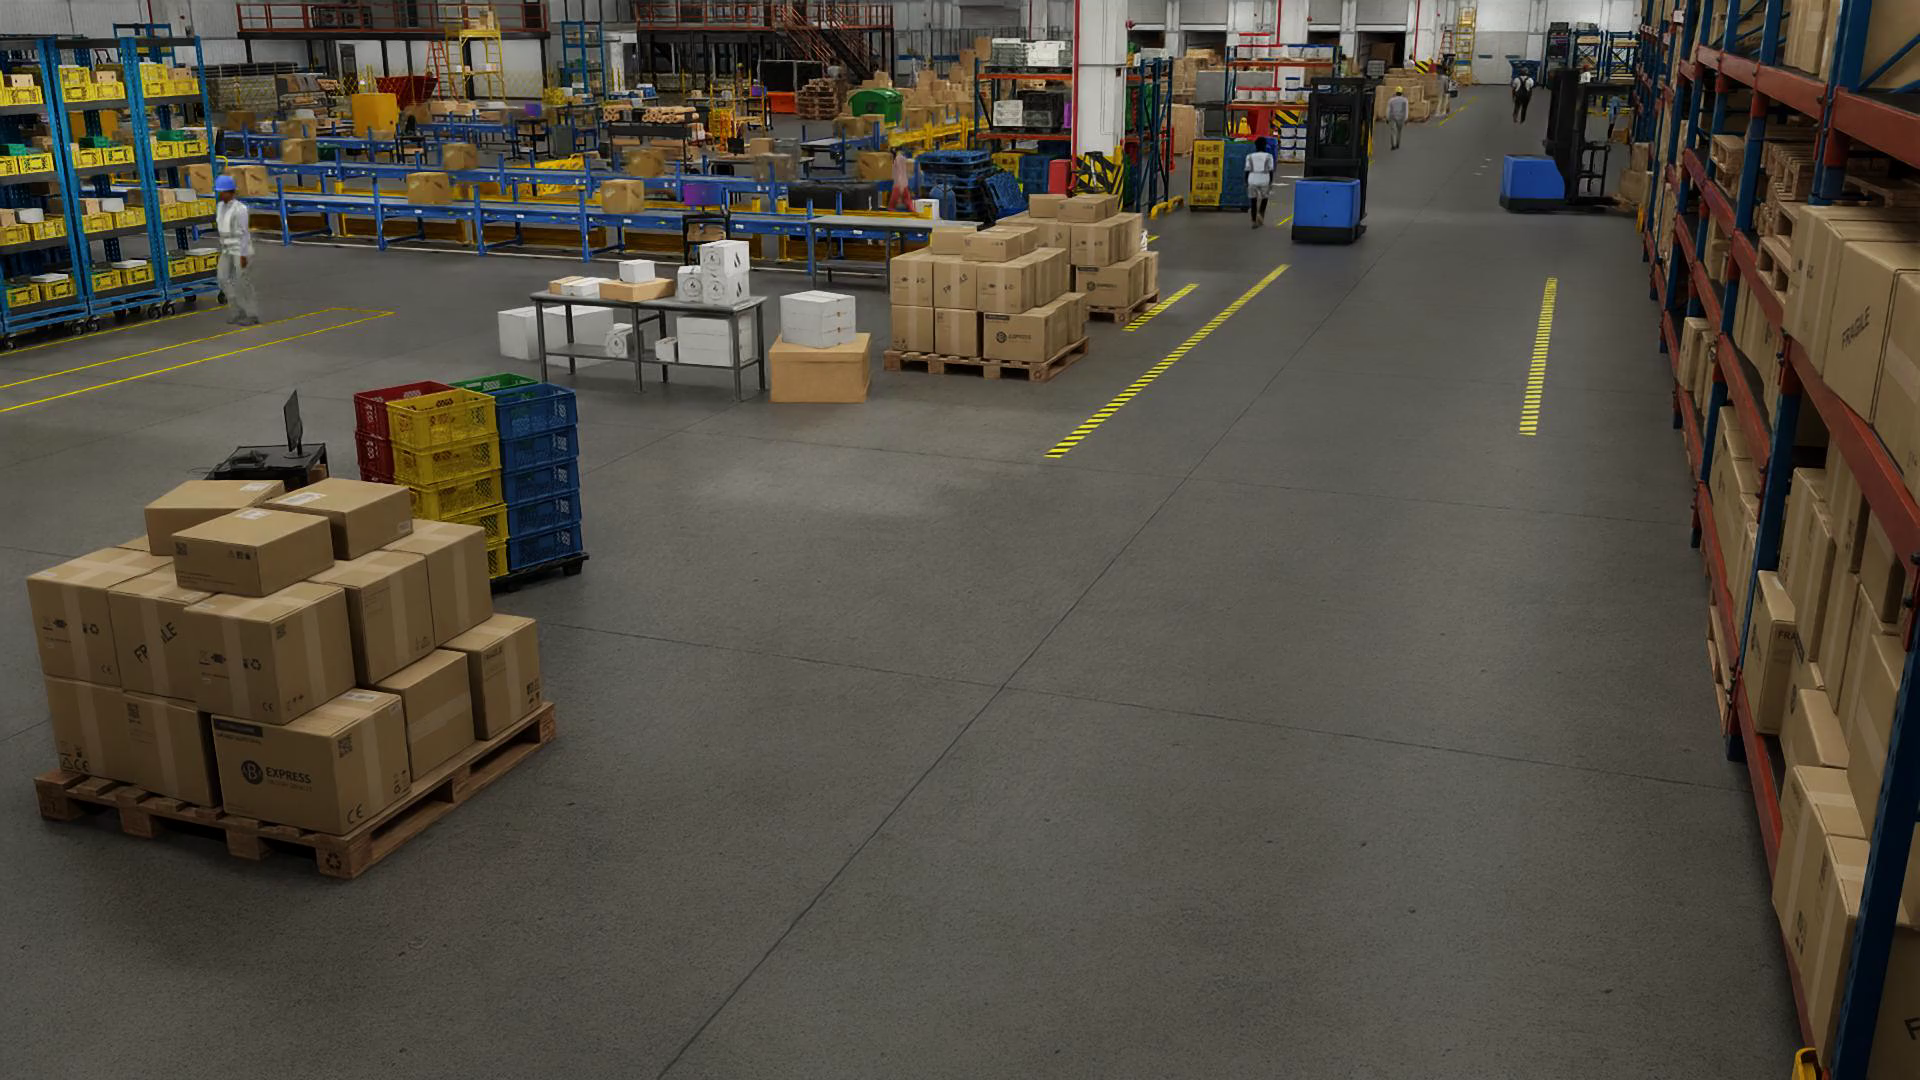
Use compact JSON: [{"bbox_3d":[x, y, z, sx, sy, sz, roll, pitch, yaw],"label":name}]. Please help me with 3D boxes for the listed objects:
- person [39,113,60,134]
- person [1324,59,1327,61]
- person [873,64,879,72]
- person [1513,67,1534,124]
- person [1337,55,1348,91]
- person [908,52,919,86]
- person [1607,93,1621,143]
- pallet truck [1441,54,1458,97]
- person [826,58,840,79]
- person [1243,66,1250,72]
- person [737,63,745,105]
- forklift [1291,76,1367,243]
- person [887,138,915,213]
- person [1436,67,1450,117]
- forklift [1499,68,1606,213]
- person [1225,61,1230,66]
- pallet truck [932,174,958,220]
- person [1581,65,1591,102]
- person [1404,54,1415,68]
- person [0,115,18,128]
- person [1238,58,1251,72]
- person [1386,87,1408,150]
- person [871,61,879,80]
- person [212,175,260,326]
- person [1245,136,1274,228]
[{"bbox_3d":[-22.441,-10.096,41.238,0.376,2.043,0.609,5,18,15],"label":"person"},{"bbox_3d":[20.204,-26.134,91.852,0.714,1.908,0.610,2,18,7],"label":"person"},{"bbox_3d":[-3.416,-18.503,67.946,0.329,1.864,0.508,2,18,7],"label":"person"},{"bbox_3d":[20.141,-15.921,59.543,0.692,2.000,0.698,8,19,23],"label":"person"},{"bbox_3d":[19.521,-23.839,84.829,0.641,1.798,0.950,-13,22,-35],"label":"person"},{"bbox_3d":[-2.308,-24.681,87.389,0.972,1.831,0.594,-2,18,-7],"label":"person"},{"bbox_3d":[20.137,-13.084,51.188,0.322,1.697,0.533,6,19,19],"label":"person"},{"bbox_3d":[22.765,-21.886,78.355,0.823,1.965,1.885,-4,18,-14],"label":"pallet truck"},{"bbox_3d":[-5.594,-20.209,73.162,0.651,1.945,0.542,-8,19,-24],"label":"person"},{"bbox_3d":[11.615,-18.406,67.581,0.427,1.898,0.628,-10,20,-28],"label":"person"},{"bbox_3d":[-9.510,-19.766,72.068,0.324,1.769,0.523,-6,19,-18],"label":"person"},{"bbox_3d":[6.598,-6.755,29.381,1.129,2.768,1.873,6,19,19],"label":"forklift"},{"bbox_3d":[-1.136,-6.455,30.334,0.923,1.714,0.543,3,18,9],"label":"person"},{"bbox_3d":[18.624,-17.218,63.943,0.617,1.849,0.539,-5,18,-15],"label":"person"},{"bbox_3d":[11.987,-8.022,33.360,1.873,2.768,1.129,2,18,5],"label":"forklift"},{"bbox_3d":[12.218,-21.067,76.217,0.505,1.722,0.666,-10,20,-28],"label":"person"},{"bbox_3d":[-0.507,-5.292,27.348,0.653,1.274,1.630,6,19,19],"label":"pallet truck"},{"bbox_3d":[24.837,-17.931,66.136,0.574,1.876,0.356,-16,23,-40],"label":"person"},{"bbox_3d":[21.523,-22.276,79.675,0.352,1.937,0.635,-10,20,-28],"label":"person"},{"bbox_3d":[-27.815,-12.335,48.491,0.639,1.910,0.407,-4,18,-13],"label":"person"},{"bbox_3d":[13.447,-21.797,78.364,0.666,1.817,0.681,-6,19,-18],"label":"person"},{"bbox_3d":[12.823,-12.373,48.807,0.617,1.781,0.914,4,18,14],"label":"person"},{"bbox_3d":[-3.671,-20.439,74.122,0.893,1.816,0.507,-1,18,-4],"label":"person"},{"bbox_3d":[-9.316,-3.688,21.284,0.633,1.925,0.518,12,21,32],"label":"person"},{"bbox_3d":[5.594,-6.690,31.108,0.557,1.676,0.526,5,18,16],"label":"person"}]
